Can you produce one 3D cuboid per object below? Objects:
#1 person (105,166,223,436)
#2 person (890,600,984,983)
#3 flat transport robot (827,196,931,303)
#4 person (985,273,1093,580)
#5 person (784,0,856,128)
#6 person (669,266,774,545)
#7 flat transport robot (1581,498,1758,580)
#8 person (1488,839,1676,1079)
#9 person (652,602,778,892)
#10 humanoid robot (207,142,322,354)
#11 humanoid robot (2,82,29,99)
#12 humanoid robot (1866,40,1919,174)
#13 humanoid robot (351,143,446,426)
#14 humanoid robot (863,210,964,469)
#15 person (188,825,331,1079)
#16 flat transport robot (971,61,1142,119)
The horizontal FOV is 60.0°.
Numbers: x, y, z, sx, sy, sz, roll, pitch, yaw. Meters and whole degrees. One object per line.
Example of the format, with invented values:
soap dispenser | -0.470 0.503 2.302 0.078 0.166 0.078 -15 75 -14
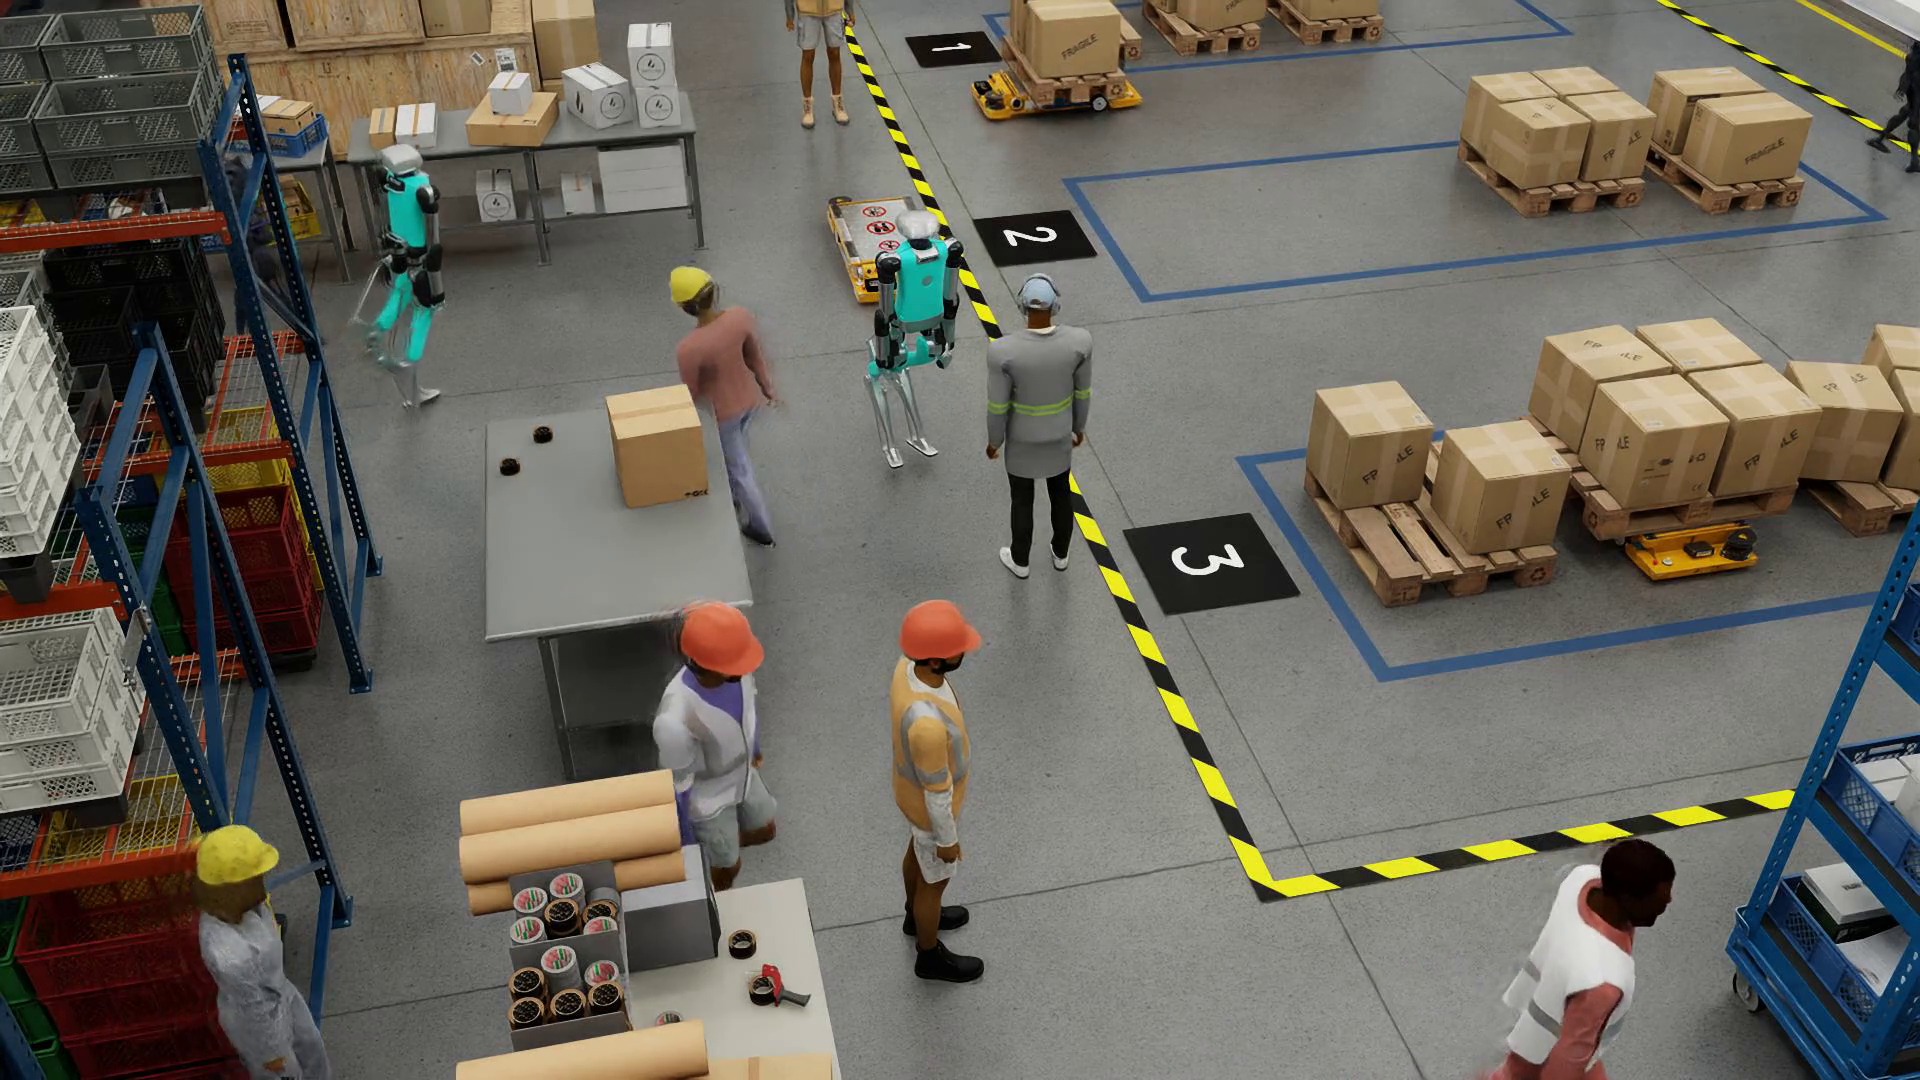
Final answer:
person | -4.935 -1.483 10.240 0.331 1.836 0.506 -28 45 -32
person | -0.096 1.025 6.775 0.348 1.941 0.544 -6 37 -9
flat transport robot | -0.570 -2.220 12.538 0.659 0.231 1.431 -8 37 -10
person | 0.417 -0.609 9.048 0.588 1.850 0.396 -8 37 -11
person | -1.189 -4.529 14.154 0.613 2.043 0.370 -8 37 -11
person | -1.382 -0.781 9.387 0.790 1.710 0.578 24 43 29
flat transport robot | 4.062 -0.294 9.926 0.652 0.197 1.431 -8 37 -10
person | 2.250 1.757 5.827 0.831 1.890 0.631 6 37 8
person | -1.003 0.988 6.769 0.637 2.008 0.646 15 39 19
humanoid robot | -4.762 -1.934 10.994 0.683 1.635 0.614 -19 41 -24
humanoid robot | -7.278 -3.497 12.910 0.735 1.677 0.533 -18 40 -23
humanoid robot | 7.954 -3.843 13.580 0.610 1.622 0.787 -14 39 -19
humanoid robot | -3.539 -1.492 10.428 0.539 1.897 0.733 27 45 32
humanoid robot | -0.349 -1.254 9.896 0.533 1.677 0.735 -18 40 -23
person | -2.617 1.712 6.029 0.621 1.716 0.489 -10 38 -13
flat transport robot | 0.866 -4.075 15.007 1.431 0.197 0.652 -8 37 -10
